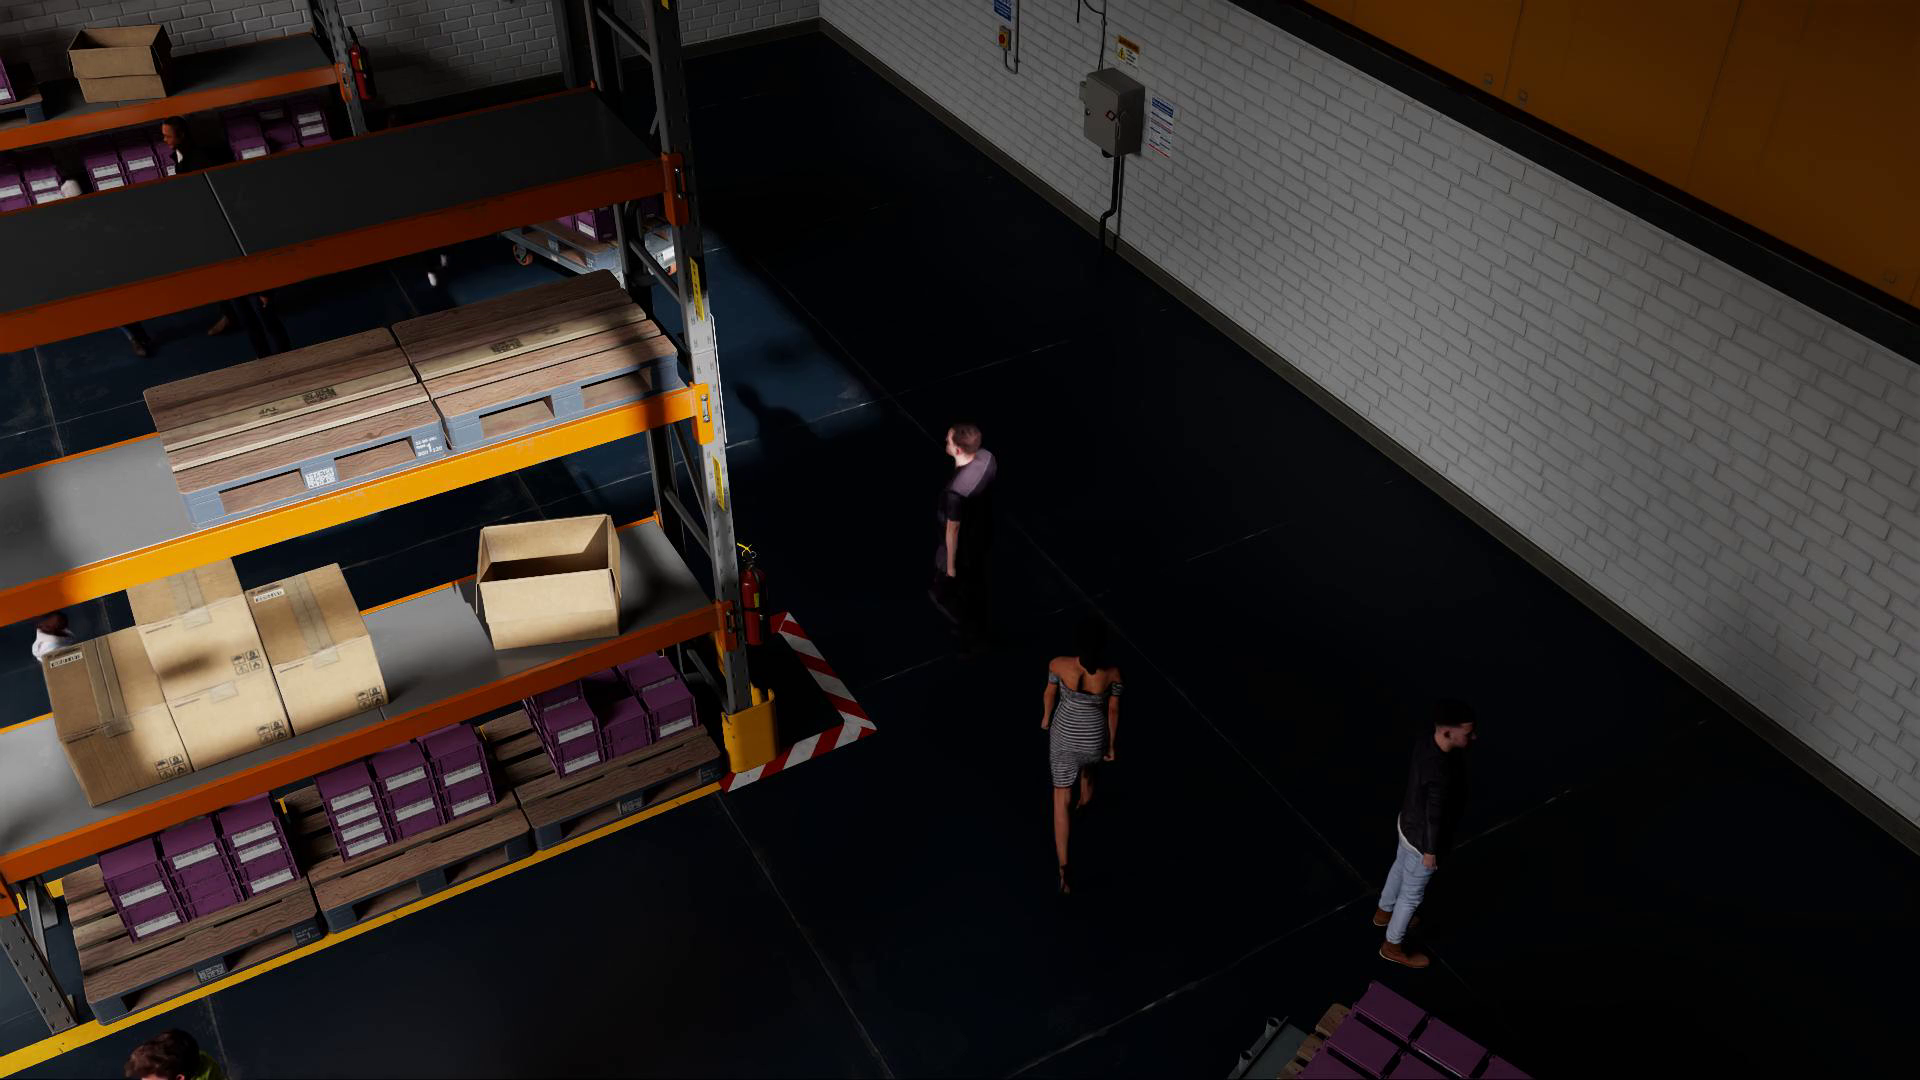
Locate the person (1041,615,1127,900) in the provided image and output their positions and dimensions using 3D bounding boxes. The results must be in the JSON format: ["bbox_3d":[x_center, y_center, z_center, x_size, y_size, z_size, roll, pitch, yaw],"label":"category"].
[{"bbox_3d":[0.645,1.206,9.244,1.089,1.784,1.046,2,39,3],"label":"person"}]

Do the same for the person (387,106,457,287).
[{"bbox_3d":[-4.778,-2.988,14.623,0.869,1.625,0.864,-3,39,-3],"label":"person"}]

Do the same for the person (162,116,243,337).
[{"bbox_3d":[-6.210,-2.721,14.086,0.954,1.877,0.833,-30,48,-32],"label":"person"}]

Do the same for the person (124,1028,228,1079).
[{"bbox_3d":[-3.088,2.687,7.238,0.867,1.972,0.867,31,48,33],"label":"person"}]

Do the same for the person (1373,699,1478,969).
[{"bbox_3d":[2.451,1.527,8.800,0.746,1.836,0.734,3,39,4],"label":"person"}]

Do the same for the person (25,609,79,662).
[{"bbox_3d":[-5.425,0.884,10.072,0.706,1.252,0.511,-17,42,-20],"label":"person"}]

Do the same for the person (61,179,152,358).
[{"bbox_3d":[-7.080,-2.254,13.695,0.629,1.634,0.701,-30,48,-32],"label":"person"}]

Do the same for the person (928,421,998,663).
[{"bbox_3d":[0.116,0.041,10.663,0.914,1.834,0.825,18,42,21],"label":"person"}]
